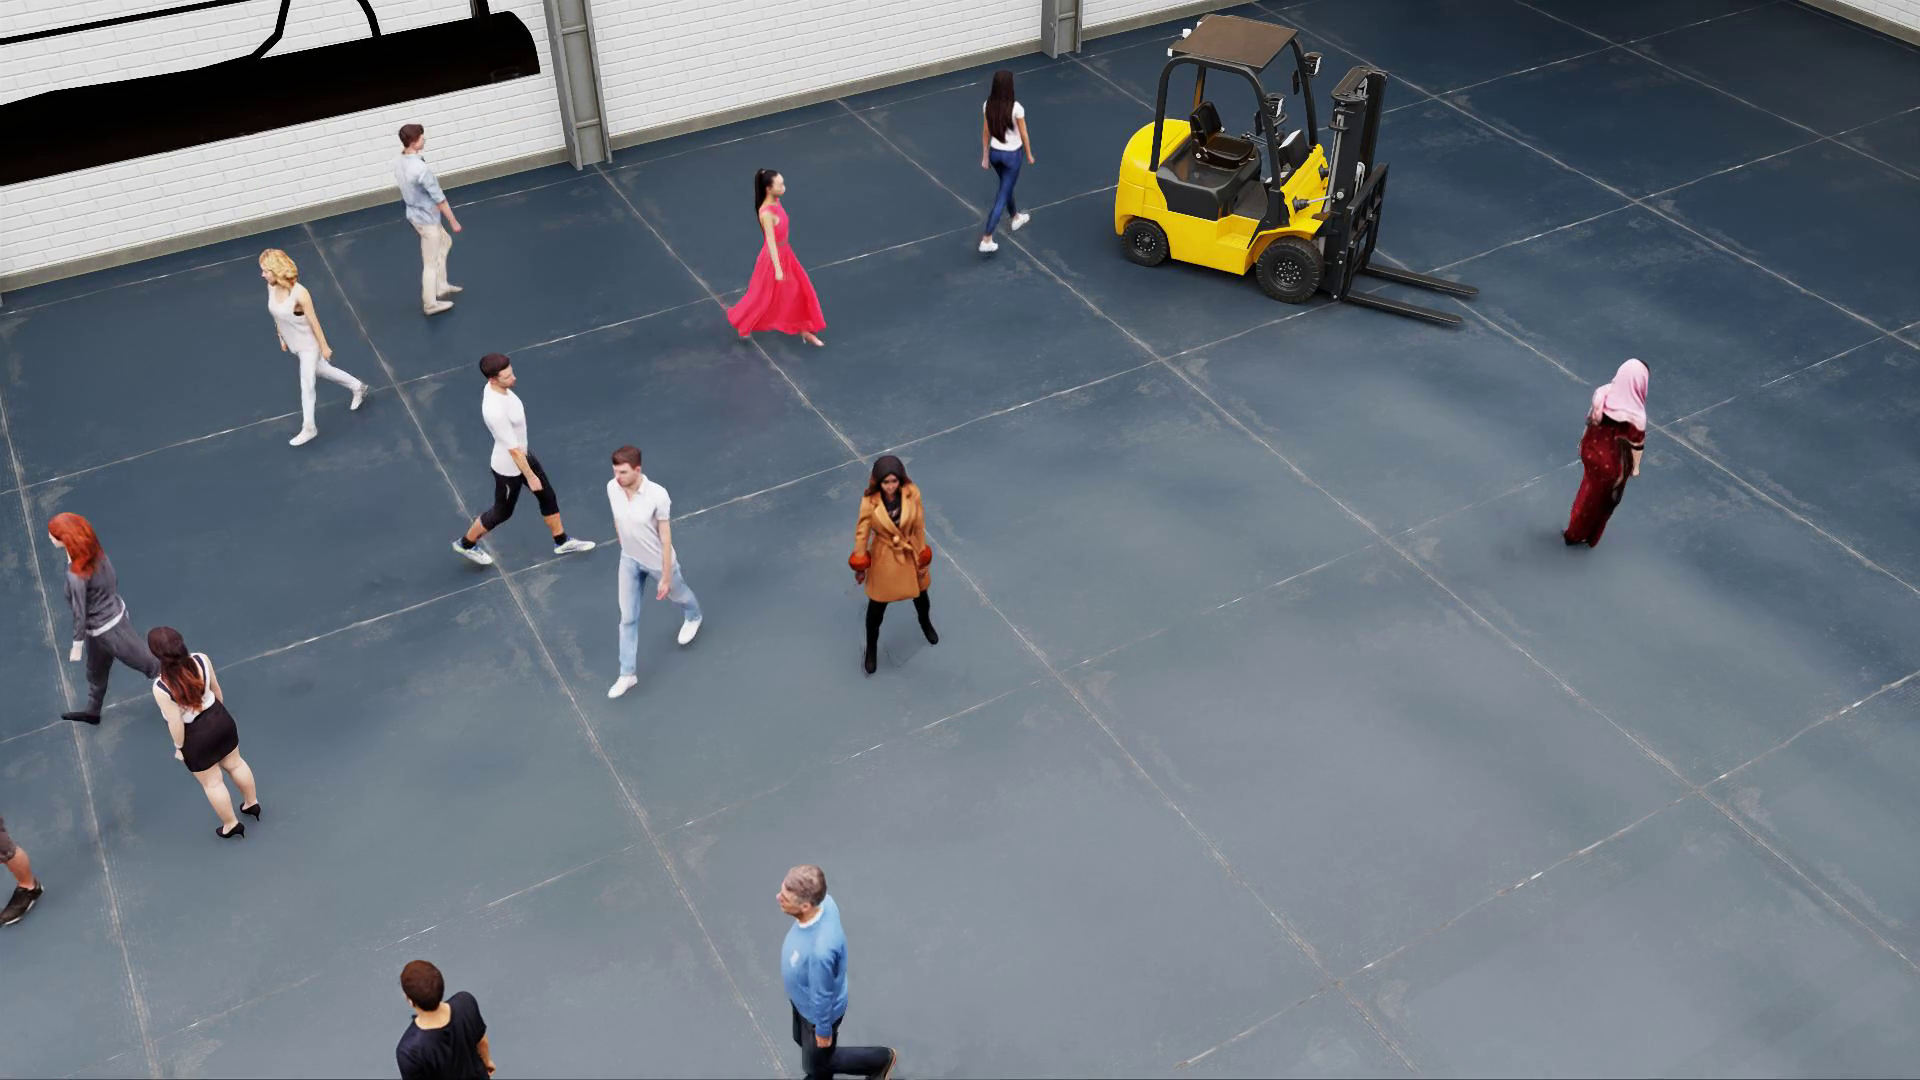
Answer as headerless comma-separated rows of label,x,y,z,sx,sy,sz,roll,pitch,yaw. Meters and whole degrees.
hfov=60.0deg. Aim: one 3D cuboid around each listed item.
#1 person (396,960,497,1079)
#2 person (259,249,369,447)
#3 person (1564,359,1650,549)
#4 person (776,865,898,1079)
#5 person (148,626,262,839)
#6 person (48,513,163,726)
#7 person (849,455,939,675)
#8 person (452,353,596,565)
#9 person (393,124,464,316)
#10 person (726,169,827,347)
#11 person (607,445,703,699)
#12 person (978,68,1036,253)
person,-2.393,2.659,7.951,0.777,1.854,0.660,19,42,22
person,-5.251,-1.648,13.523,0.920,1.630,1.180,23,44,26
person,4.700,-0.605,12.223,0.692,1.625,0.667,-14,41,-17
person,-0.643,2.292,8.456,0.946,1.797,0.776,-10,40,-13
person,-4.546,1.157,9.996,0.696,1.650,0.608,16,41,19
person,-5.361,0.574,10.669,1.204,1.721,0.823,-9,39,-11
person,-0.474,0.148,11.206,0.700,1.717,0.912,-10,40,-12
person,-3.327,-0.536,11.984,1.338,1.814,1.011,-4,39,-5
person,-4.847,-2.815,14.828,0.737,1.827,0.699,-28,47,-31
person,-1.684,-2.401,14.423,1.153,1.686,1.044,7,39,9
person,-2.034,0.103,11.196,1.161,1.800,1.276,13,40,16
person,0.382,-3.571,15.850,0.914,1.732,1.222,25,45,28
